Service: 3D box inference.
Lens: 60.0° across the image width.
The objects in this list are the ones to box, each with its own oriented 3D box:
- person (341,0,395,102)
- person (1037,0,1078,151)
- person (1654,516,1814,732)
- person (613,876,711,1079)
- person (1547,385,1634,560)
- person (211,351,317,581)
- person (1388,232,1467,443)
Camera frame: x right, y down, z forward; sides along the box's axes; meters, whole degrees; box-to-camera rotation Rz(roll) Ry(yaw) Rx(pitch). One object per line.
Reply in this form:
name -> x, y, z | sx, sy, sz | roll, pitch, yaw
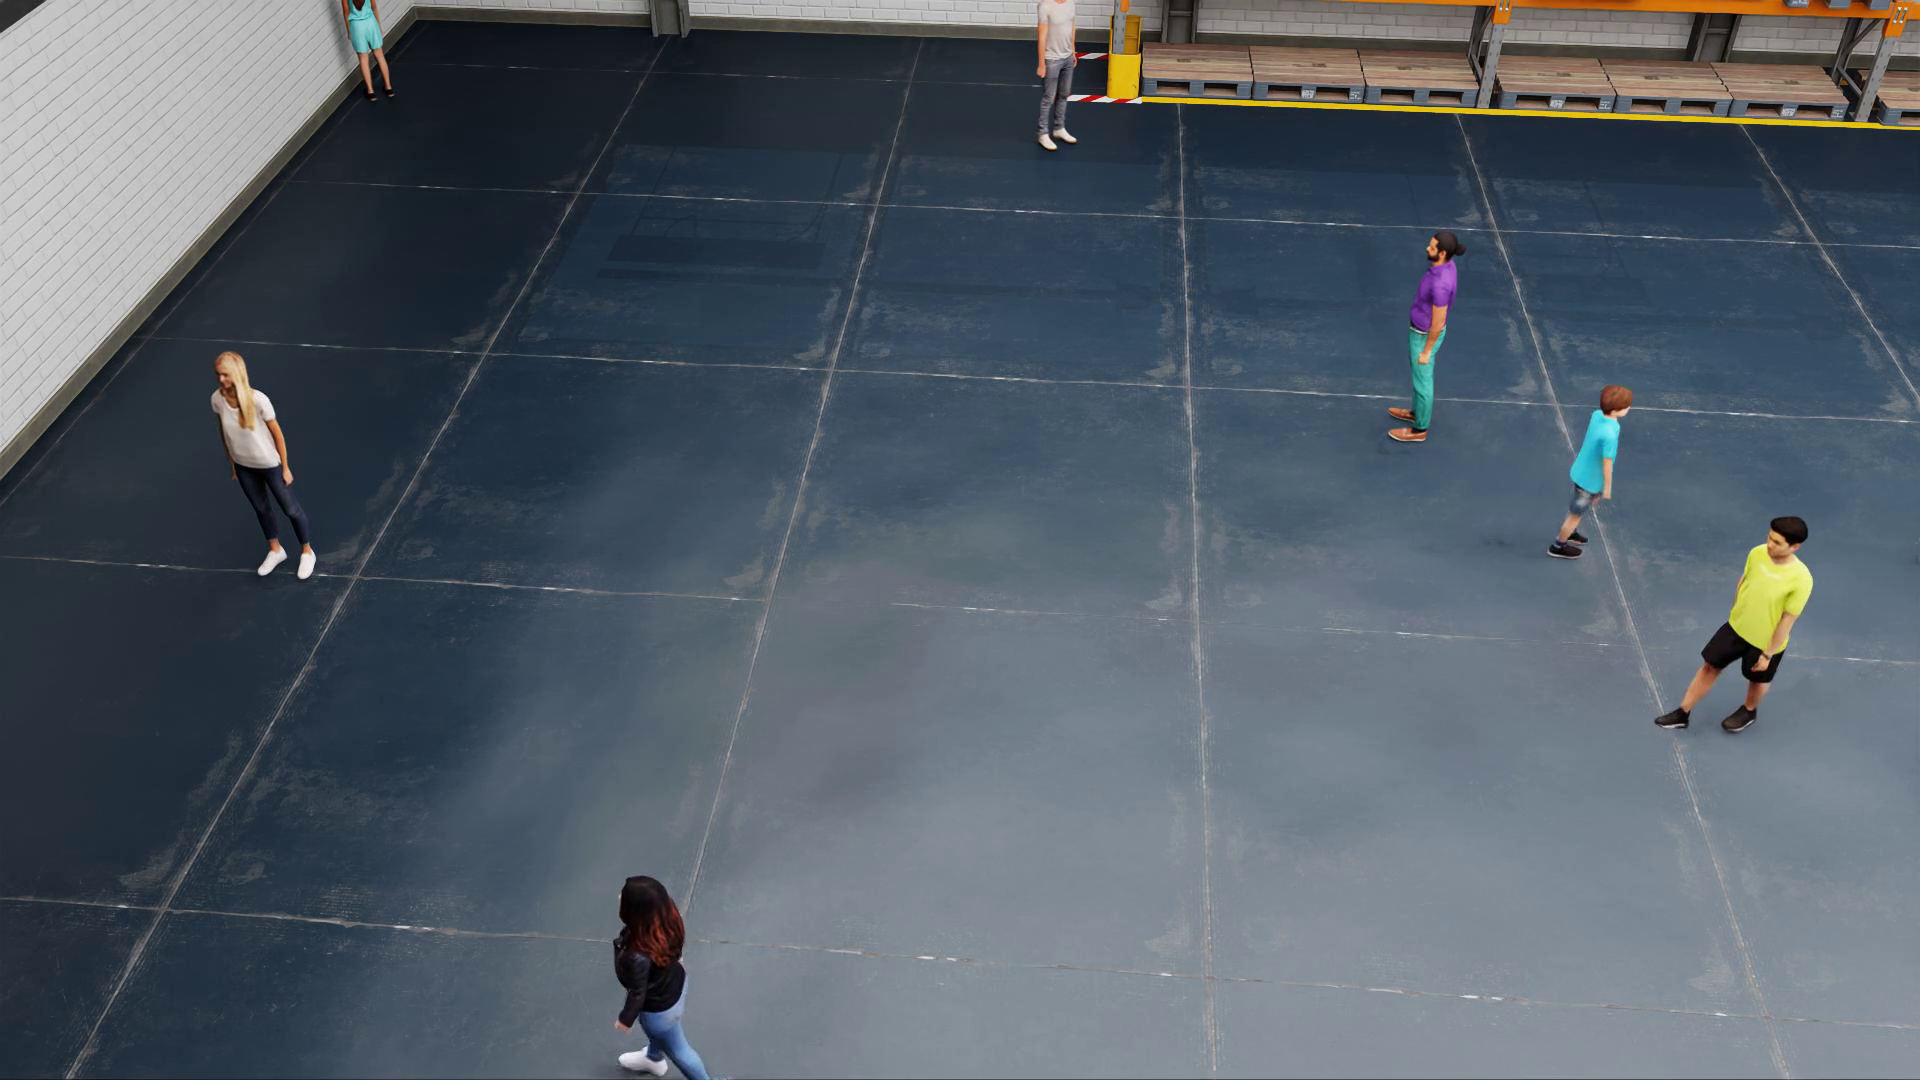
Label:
person -> -6.428, -5.532, 17.929 | 0.619, 1.558, 0.695 | -22, 44, -25
person -> 0.975, -4.917, 16.894 | 0.753, 1.888, 0.795 | -31, 48, -33
person -> 4.975, 0.527, 10.243 | 1.067, 1.681, 0.935 | -19, 42, -22
person -> -1.444, 2.225, 8.161 | 0.791, 1.626, 0.645 | 5, 39, 6
person -> 4.367, -0.481, 11.700 | 0.532, 1.438, 0.533 | 2, 39, 3
person -> -4.807, -0.518, 11.449 | 0.472, 1.809, 0.667 | 7, 39, 9
person -> 3.610, -1.574, 12.805 | 0.566, 1.767, 0.651 | 7, 39, 9
